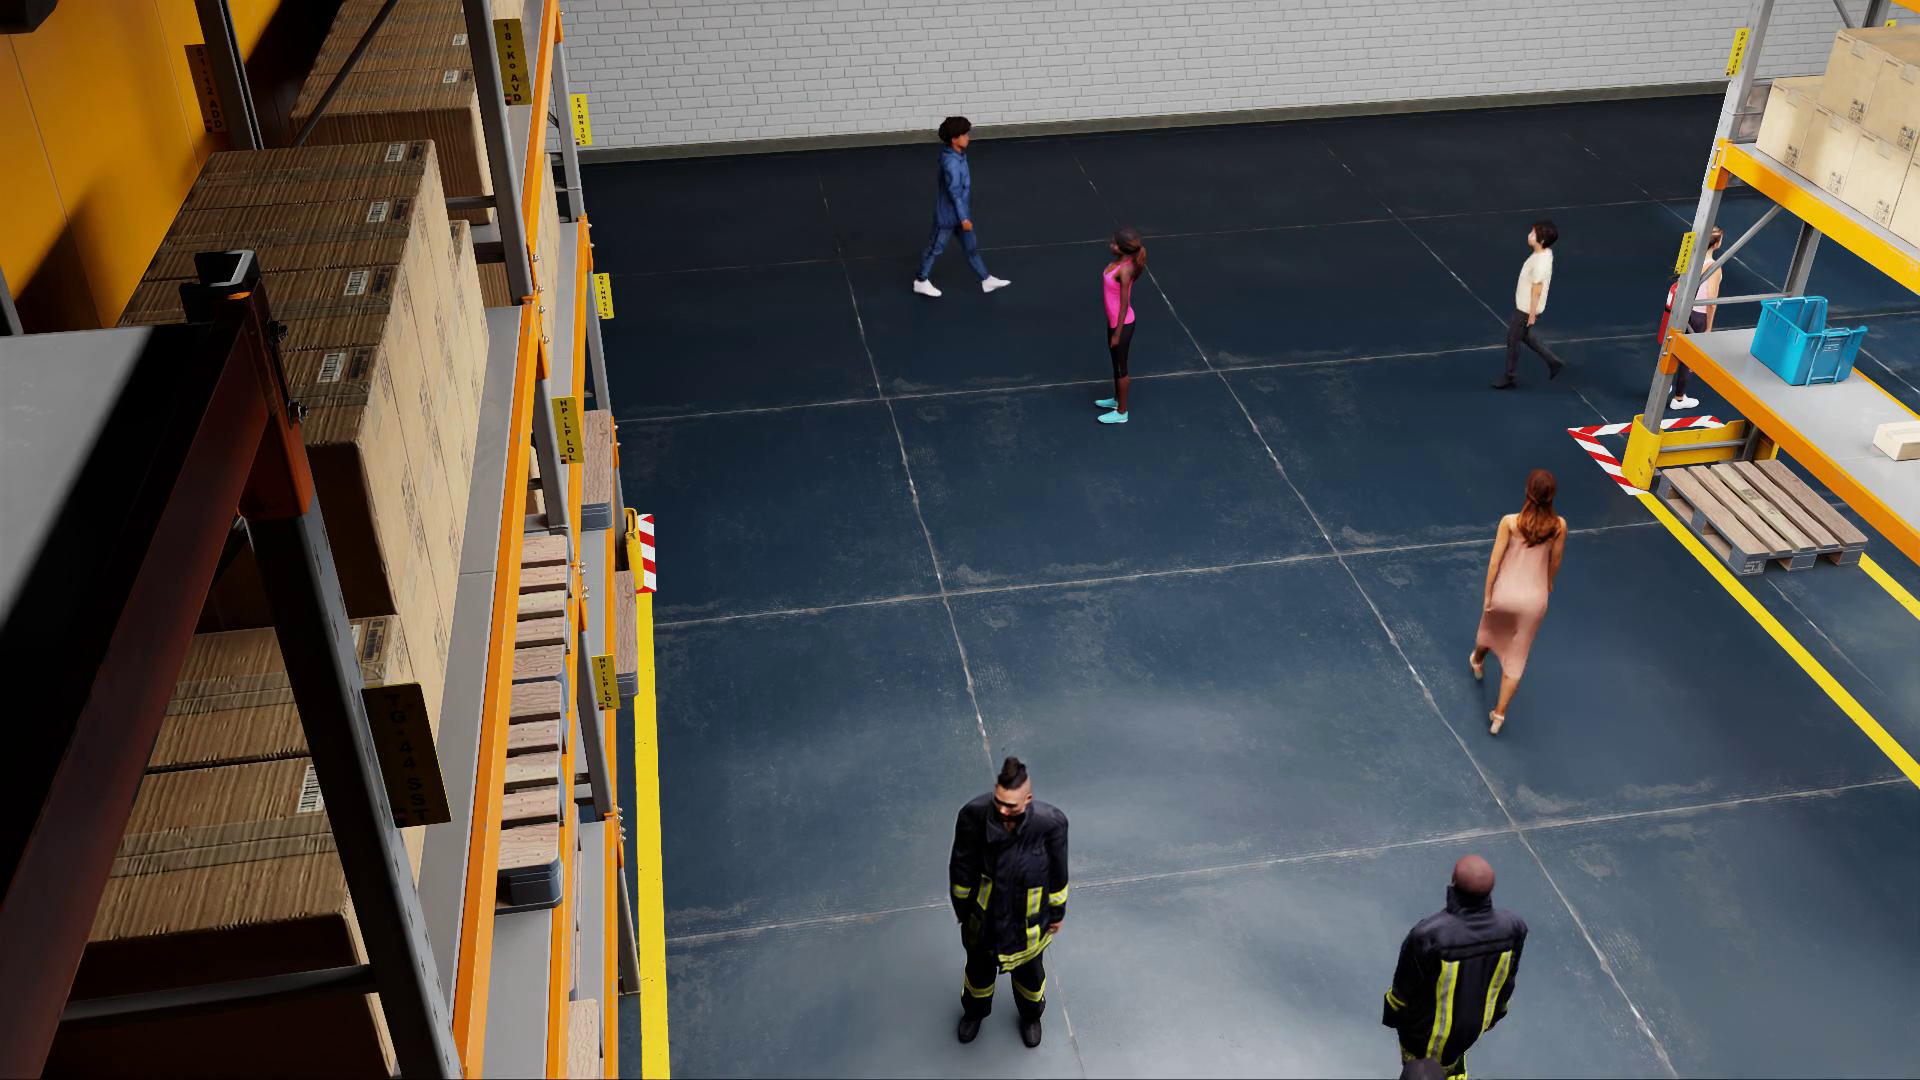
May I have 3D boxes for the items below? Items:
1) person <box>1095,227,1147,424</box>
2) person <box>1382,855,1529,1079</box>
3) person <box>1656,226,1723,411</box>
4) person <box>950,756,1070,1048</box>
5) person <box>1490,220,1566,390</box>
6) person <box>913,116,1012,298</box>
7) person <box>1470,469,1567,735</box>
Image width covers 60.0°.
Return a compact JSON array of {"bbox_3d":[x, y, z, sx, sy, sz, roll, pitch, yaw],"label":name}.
[{"bbox_3d":[1.332,-1.790,13.789,0.652,1.725,0.544,1,34,1],"label":"person"},{"bbox_3d":[2.284,2.218,7.680,0.762,1.812,0.761,-8,35,-12],"label":"person"},{"bbox_3d":[6.157,-1.892,14.019,0.692,1.640,0.583,-16,37,-23],"label":"person"},{"bbox_3d":[0.248,1.782,8.287,0.838,1.867,0.811,4,34,6],"label":"person"},{"bbox_3d":[4.935,-1.980,14.212,0.881,1.573,0.864,13,36,18],"label":"person"},{"bbox_3d":[-0.168,-3.098,15.721,1.067,1.764,1.216,8,34,12],"label":"person"},{"bbox_3d":[3.492,0.434,10.376,0.852,1.799,1.075,8,34,12],"label":"person"}]
